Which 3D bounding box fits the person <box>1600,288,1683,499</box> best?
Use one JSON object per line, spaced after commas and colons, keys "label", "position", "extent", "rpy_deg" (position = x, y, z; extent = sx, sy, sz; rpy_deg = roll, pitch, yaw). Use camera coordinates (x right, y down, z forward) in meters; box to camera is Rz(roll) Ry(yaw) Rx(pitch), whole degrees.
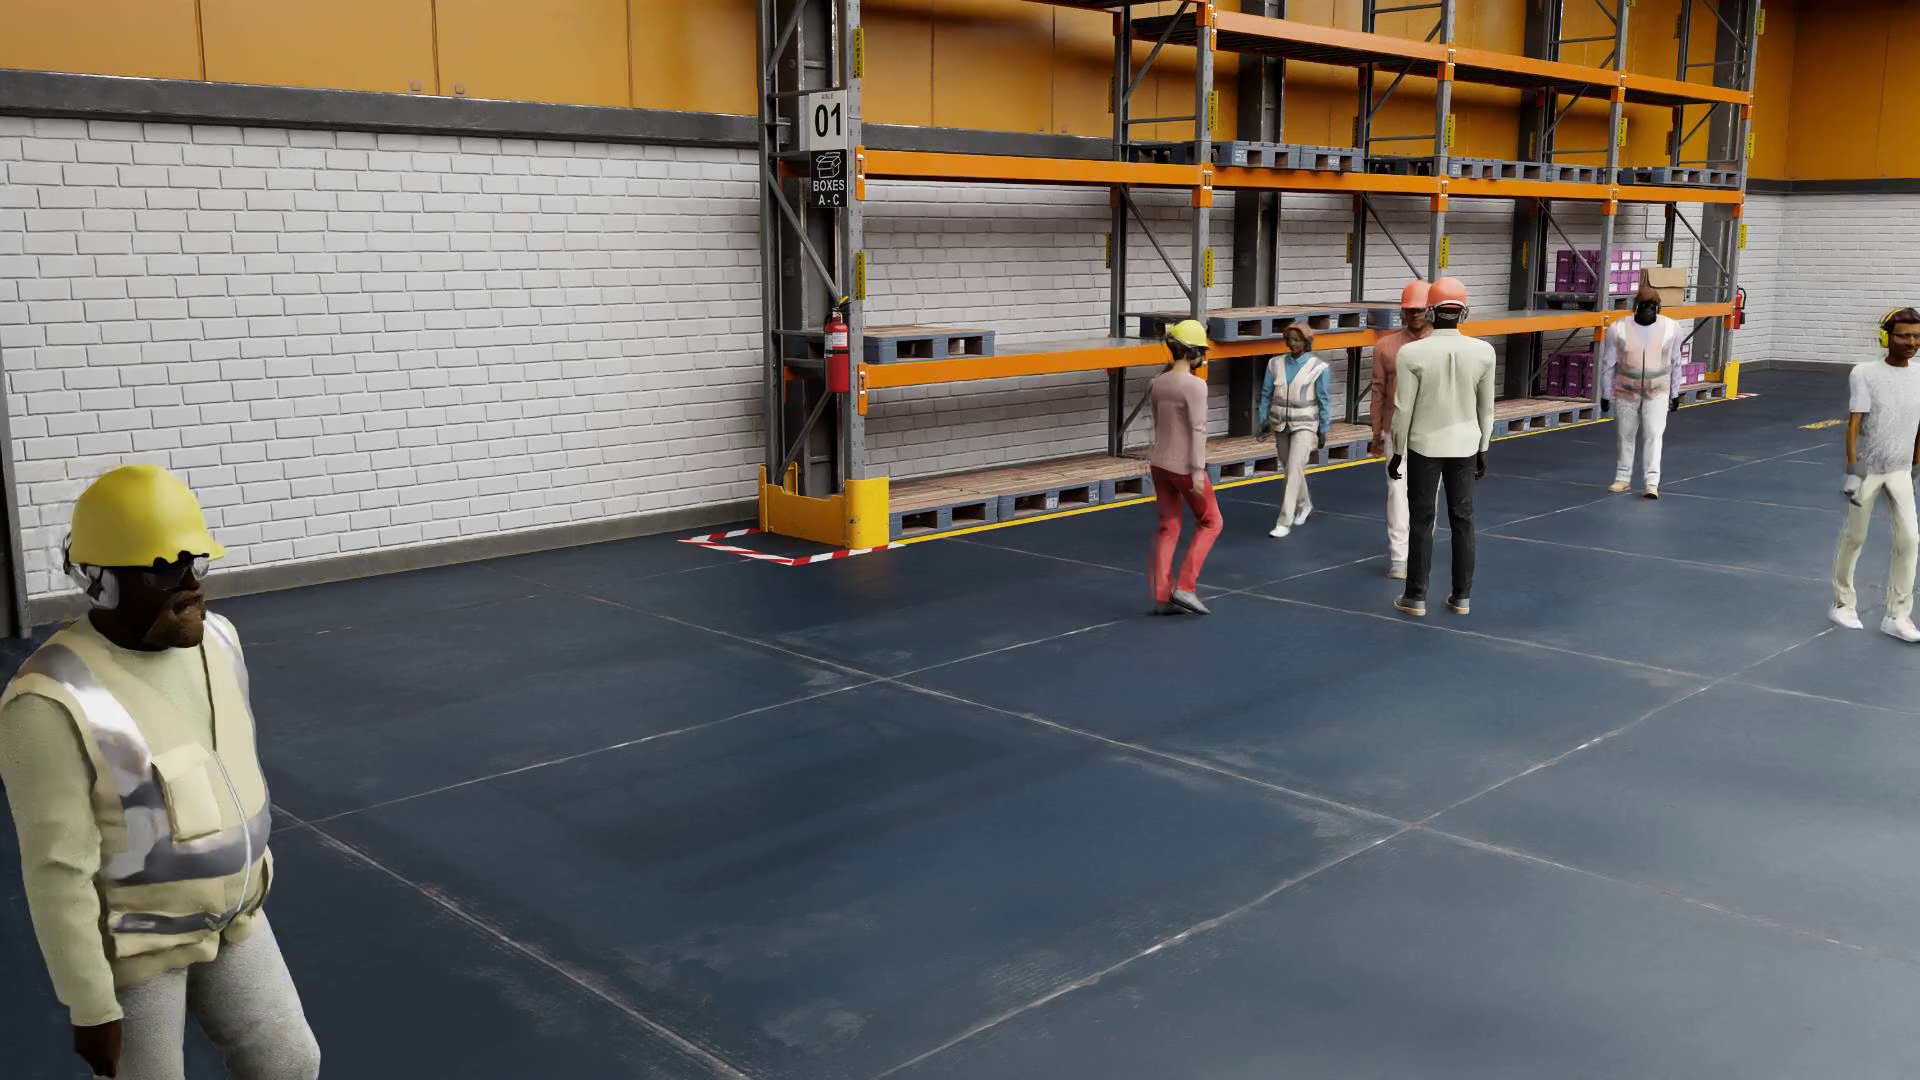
{"label": "person", "position": [5.833, -1.253, 14.286], "extent": [0.649, 1.794, 0.789], "rpy_deg": [4, 11, 22]}

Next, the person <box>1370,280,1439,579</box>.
{"label": "person", "position": [3.065, -0.765, 11.157], "extent": [0.623, 1.958, 0.973], "rpy_deg": [3, 11, 18]}

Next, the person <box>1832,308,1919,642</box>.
{"label": "person", "position": [5.167, -0.359, 9.261], "extent": [0.535, 1.842, 0.809], "rpy_deg": [1, 10, 3]}

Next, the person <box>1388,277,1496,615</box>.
{"label": "person", "position": [2.836, -0.543, 9.827], "extent": [0.610, 1.996, 0.379], "rpy_deg": [-1, 10, -4]}

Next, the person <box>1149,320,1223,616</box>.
{"label": "person", "position": [1.304, -0.412, 9.776], "extent": [0.430, 1.741, 0.542], "rpy_deg": [-5, 12, -27]}

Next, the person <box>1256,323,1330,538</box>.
{"label": "person", "position": [2.556, -0.854, 12.611], "extent": [0.507, 1.597, 0.878], "rpy_deg": [9, 13, 39]}

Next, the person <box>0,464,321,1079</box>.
{"label": "person", "position": [-1.547, 0.753, 3.245], "extent": [0.422, 1.816, 0.618], "rpy_deg": [2, 11, 13]}
